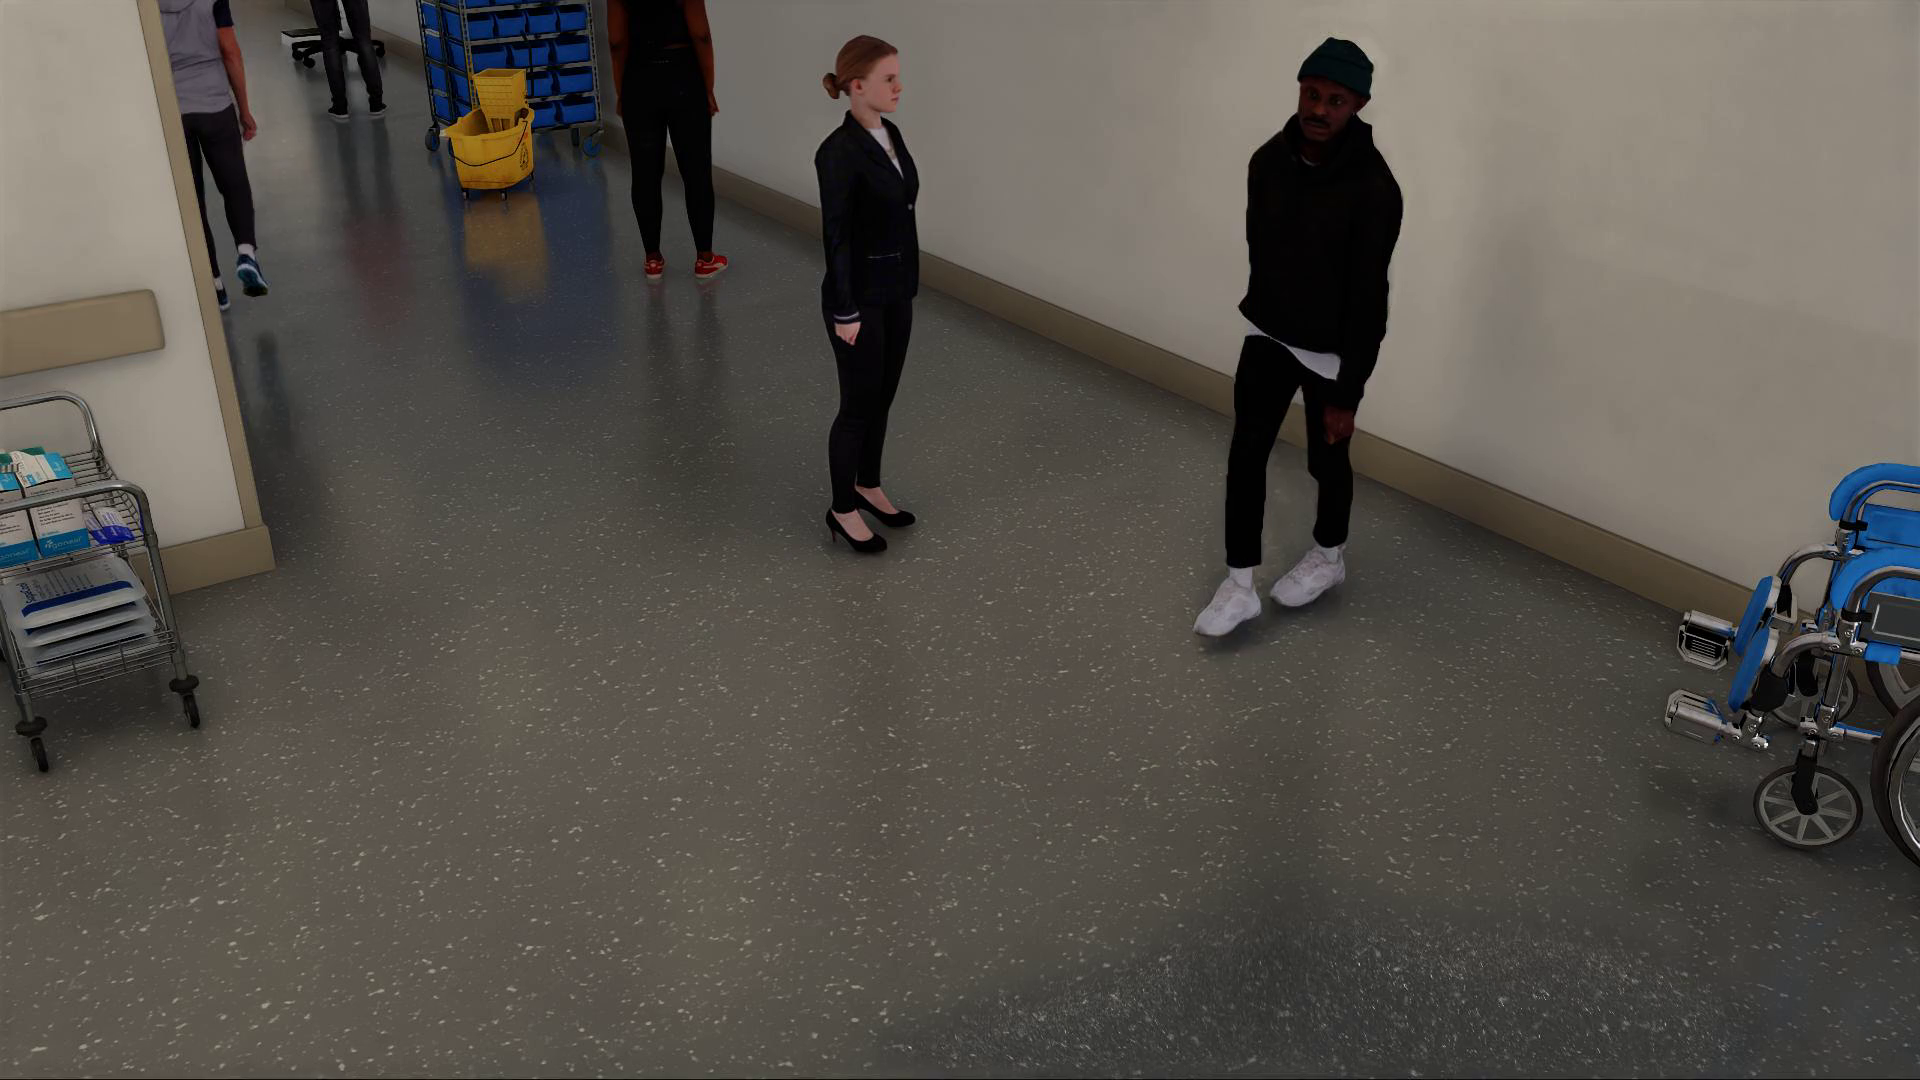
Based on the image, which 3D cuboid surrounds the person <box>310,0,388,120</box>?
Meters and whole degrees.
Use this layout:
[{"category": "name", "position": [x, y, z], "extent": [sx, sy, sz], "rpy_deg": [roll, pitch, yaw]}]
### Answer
[{"category": "person", "position": [-4.443, -4.007, 11.793], "extent": [0.554, 1.958, 0.731], "rpy_deg": [-11, 28, -22]}]

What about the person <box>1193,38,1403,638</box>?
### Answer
[{"category": "person", "position": [1.054, -0.571, 4.888], "extent": [0.994, 1.766, 0.799], "rpy_deg": [-19, 32, -34]}]

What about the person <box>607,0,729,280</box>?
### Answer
[{"category": "person", "position": [-1.456, -2.199, 8.207], "extent": [0.755, 1.815, 0.839], "rpy_deg": [1, 26, 2]}]

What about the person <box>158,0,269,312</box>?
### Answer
[{"category": "person", "position": [-3.496, -1.914, 7.612], "extent": [0.770, 1.819, 0.787], "rpy_deg": [-15, 29, -28]}]

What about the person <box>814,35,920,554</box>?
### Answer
[{"category": "person", "position": [-0.308, -0.769, 5.393], "extent": [0.765, 1.683, 0.665], "rpy_deg": [10, 28, 20]}]
